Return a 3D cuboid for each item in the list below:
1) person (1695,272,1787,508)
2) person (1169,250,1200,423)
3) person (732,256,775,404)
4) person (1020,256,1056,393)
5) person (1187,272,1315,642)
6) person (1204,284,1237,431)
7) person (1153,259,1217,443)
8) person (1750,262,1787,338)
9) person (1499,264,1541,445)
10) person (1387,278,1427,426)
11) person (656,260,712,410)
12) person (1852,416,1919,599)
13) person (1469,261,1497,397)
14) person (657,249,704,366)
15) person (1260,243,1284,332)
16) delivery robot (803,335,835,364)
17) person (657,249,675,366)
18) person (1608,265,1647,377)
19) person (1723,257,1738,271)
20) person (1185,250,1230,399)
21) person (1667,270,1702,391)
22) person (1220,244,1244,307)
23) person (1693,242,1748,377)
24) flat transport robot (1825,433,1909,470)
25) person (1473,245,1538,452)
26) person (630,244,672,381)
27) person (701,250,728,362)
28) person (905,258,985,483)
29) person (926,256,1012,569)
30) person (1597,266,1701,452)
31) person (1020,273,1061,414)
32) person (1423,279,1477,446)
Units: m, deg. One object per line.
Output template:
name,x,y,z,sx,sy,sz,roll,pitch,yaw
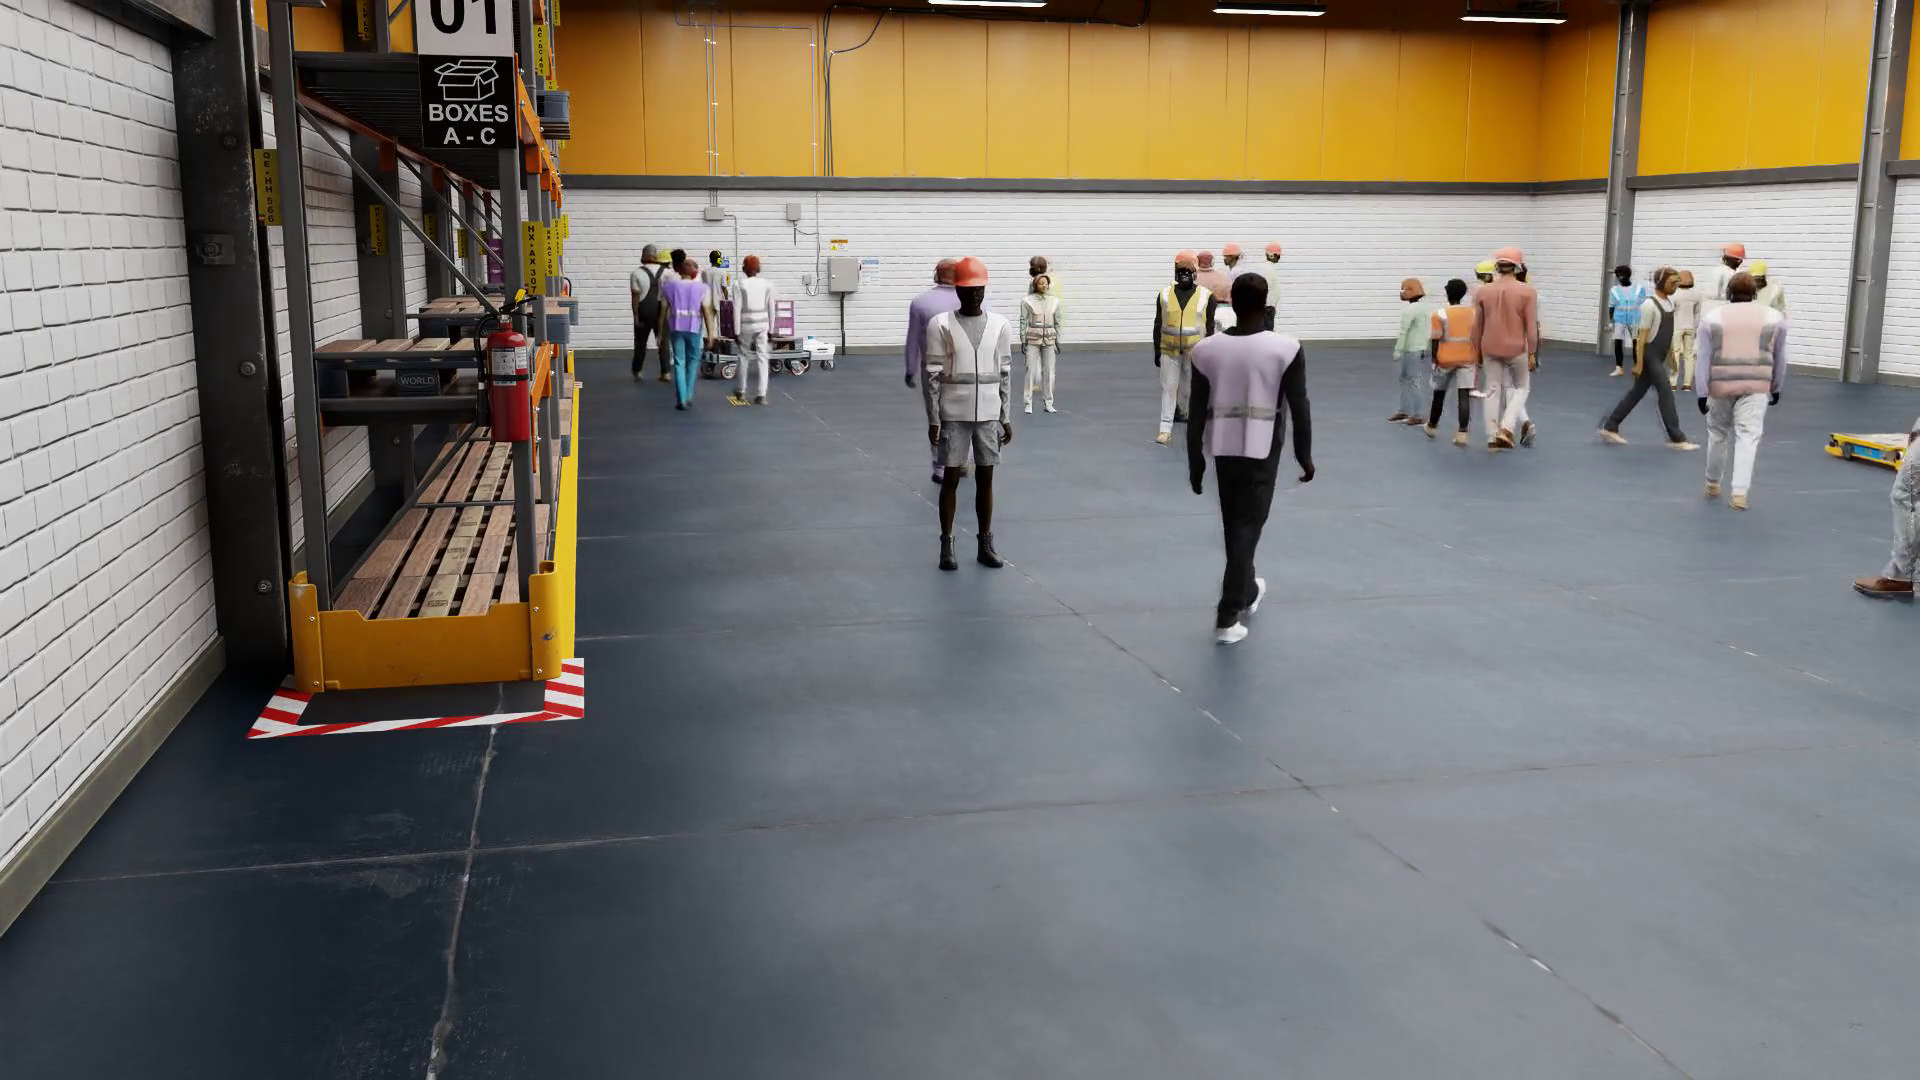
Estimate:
person,6.018,-1.162,12.860,0.627,1.794,0.977,5,11,25
person,2.493,-2.287,18.691,0.375,1.927,0.543,1,10,4
person,-2.623,-2.648,20.944,0.596,1.829,0.979,-5,11,-25
person,1.054,-2.851,22.104,0.450,1.823,0.653,4,11,19
person,1.520,-0.449,8.682,0.598,1.866,1.009,6,12,30
person,2.780,-1.883,17.401,0.570,1.587,0.881,-9,13,-40
person,2.238,-1.880,16.675,0.623,1.844,0.429,3,11,15
person,10.528,-2.778,21.907,0.622,1.753,0.966,7,12,32
person,5.607,-1.878,16.731,0.525,1.832,0.879,-2,10,-12
person,4.892,-2.068,18.316,0.585,1.610,0.531,7,12,33
person,-3.349,-2.492,20.188,0.673,1.785,0.865,-1,10,-6
person,5.488,-0.608,9.404,0.807,1.913,0.627,7,12,33
person,6.785,-2.736,21.653,0.333,1.764,0.552,2,10,11
person,-3.913,-3.101,23.273,0.620,1.911,1.019,-4,11,-23
person,5.099,-3.851,27.255,0.521,1.991,0.620,2,10,12
delivery robot,-2.313,-2.944,25.878,0.707,0.478,0.477,-5,11,-27
person,-4.688,-3.733,26.832,0.641,1.891,0.567,8,13,36
person,9.958,-3.229,24.646,0.689,1.660,0.356,4,11,23
person,10.840,-3.116,23.458,0.535,1.864,0.309,-6,12,-31
person,3.120,-2.741,21.264,0.636,1.911,0.406,-1,10,-4
person,9.743,-2.822,22.463,0.500,1.636,0.284,-2,10,-9
person,4.276,-3.608,25.905,1.104,1.985,0.610,1,10,4
person,10.587,-3.128,23.146,0.551,2.009,0.618,1,10,8
flat transport robot,8.534,-0.805,15.073,0.652,0.197,1.431,0,10,0
person,5.249,-1.829,16.002,0.649,1.978,0.439,8,13,38
person,-4.482,-3.342,24.223,0.679,2.000,1.034,-5,11,-26
person,-4.086,-3.907,27.834,0.534,1.868,0.309,4,11,23
person,-0.138,-1.443,14.162,0.668,1.880,0.776,-2,10,-9
person,0.067,-0.780,10.312,0.552,1.937,0.356,-3,11,-15
person,6.760,-1.777,16.275,1.014,1.791,0.522,9,14,41
person,0.947,-2.315,19.632,0.517,1.645,0.308,-3,11,-16
person,4.947,-1.790,16.691,0.531,1.639,0.869,0,10,2
